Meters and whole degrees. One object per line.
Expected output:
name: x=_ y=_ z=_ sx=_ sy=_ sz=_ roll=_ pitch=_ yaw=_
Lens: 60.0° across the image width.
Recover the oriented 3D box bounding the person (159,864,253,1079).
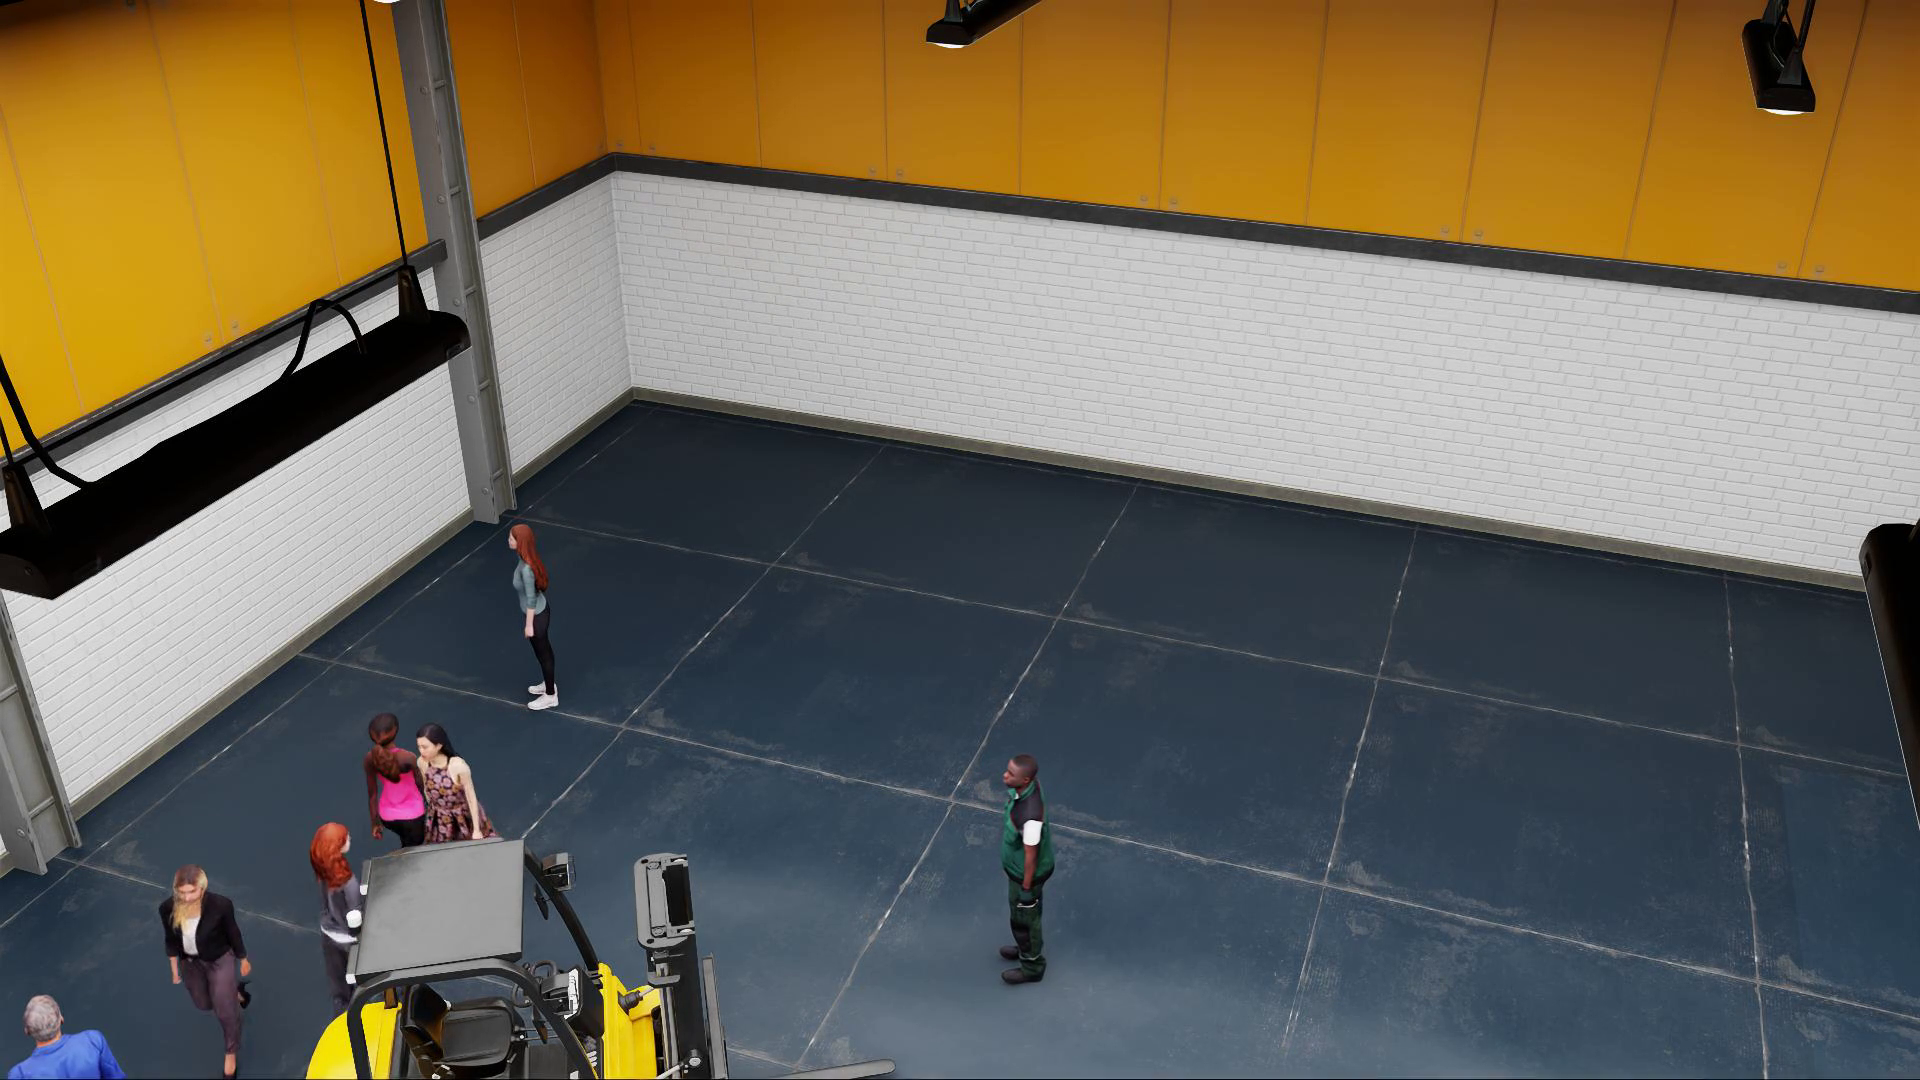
person: x=-4.747 y=2.664 z=10.589 sx=0.847 sy=1.646 sz=1.014 roll=-1 pitch=29 yaw=-2

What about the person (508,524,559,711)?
person: x=-3.624 y=0.644 z=14.190 sx=0.722 sy=1.743 sz=0.622 roll=-4 pitch=29 yaw=-7

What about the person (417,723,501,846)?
person: x=-3.501 y=1.983 z=11.730 sx=0.700 sy=1.749 sz=0.896 roll=4 pitch=29 yaw=8

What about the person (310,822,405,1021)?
person: x=-3.958 y=2.594 z=10.602 sx=0.747 sy=1.756 sz=0.929 roll=16 pitch=33 yaw=27

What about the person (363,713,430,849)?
person: x=-3.945 y=2.033 z=11.710 sx=0.660 sy=1.680 sz=1.132 roll=4 pitch=29 yaw=8

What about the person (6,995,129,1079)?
person: x=-4.889 y=3.277 z=9.274 sx=0.695 sy=1.830 sz=0.853 roll=-23 pitch=36 yaw=-35

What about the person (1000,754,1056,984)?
person: x=0.455 y=2.200 z=11.242 sx=0.818 sy=1.836 sz=0.662 roll=0 pitch=29 yaw=-1
